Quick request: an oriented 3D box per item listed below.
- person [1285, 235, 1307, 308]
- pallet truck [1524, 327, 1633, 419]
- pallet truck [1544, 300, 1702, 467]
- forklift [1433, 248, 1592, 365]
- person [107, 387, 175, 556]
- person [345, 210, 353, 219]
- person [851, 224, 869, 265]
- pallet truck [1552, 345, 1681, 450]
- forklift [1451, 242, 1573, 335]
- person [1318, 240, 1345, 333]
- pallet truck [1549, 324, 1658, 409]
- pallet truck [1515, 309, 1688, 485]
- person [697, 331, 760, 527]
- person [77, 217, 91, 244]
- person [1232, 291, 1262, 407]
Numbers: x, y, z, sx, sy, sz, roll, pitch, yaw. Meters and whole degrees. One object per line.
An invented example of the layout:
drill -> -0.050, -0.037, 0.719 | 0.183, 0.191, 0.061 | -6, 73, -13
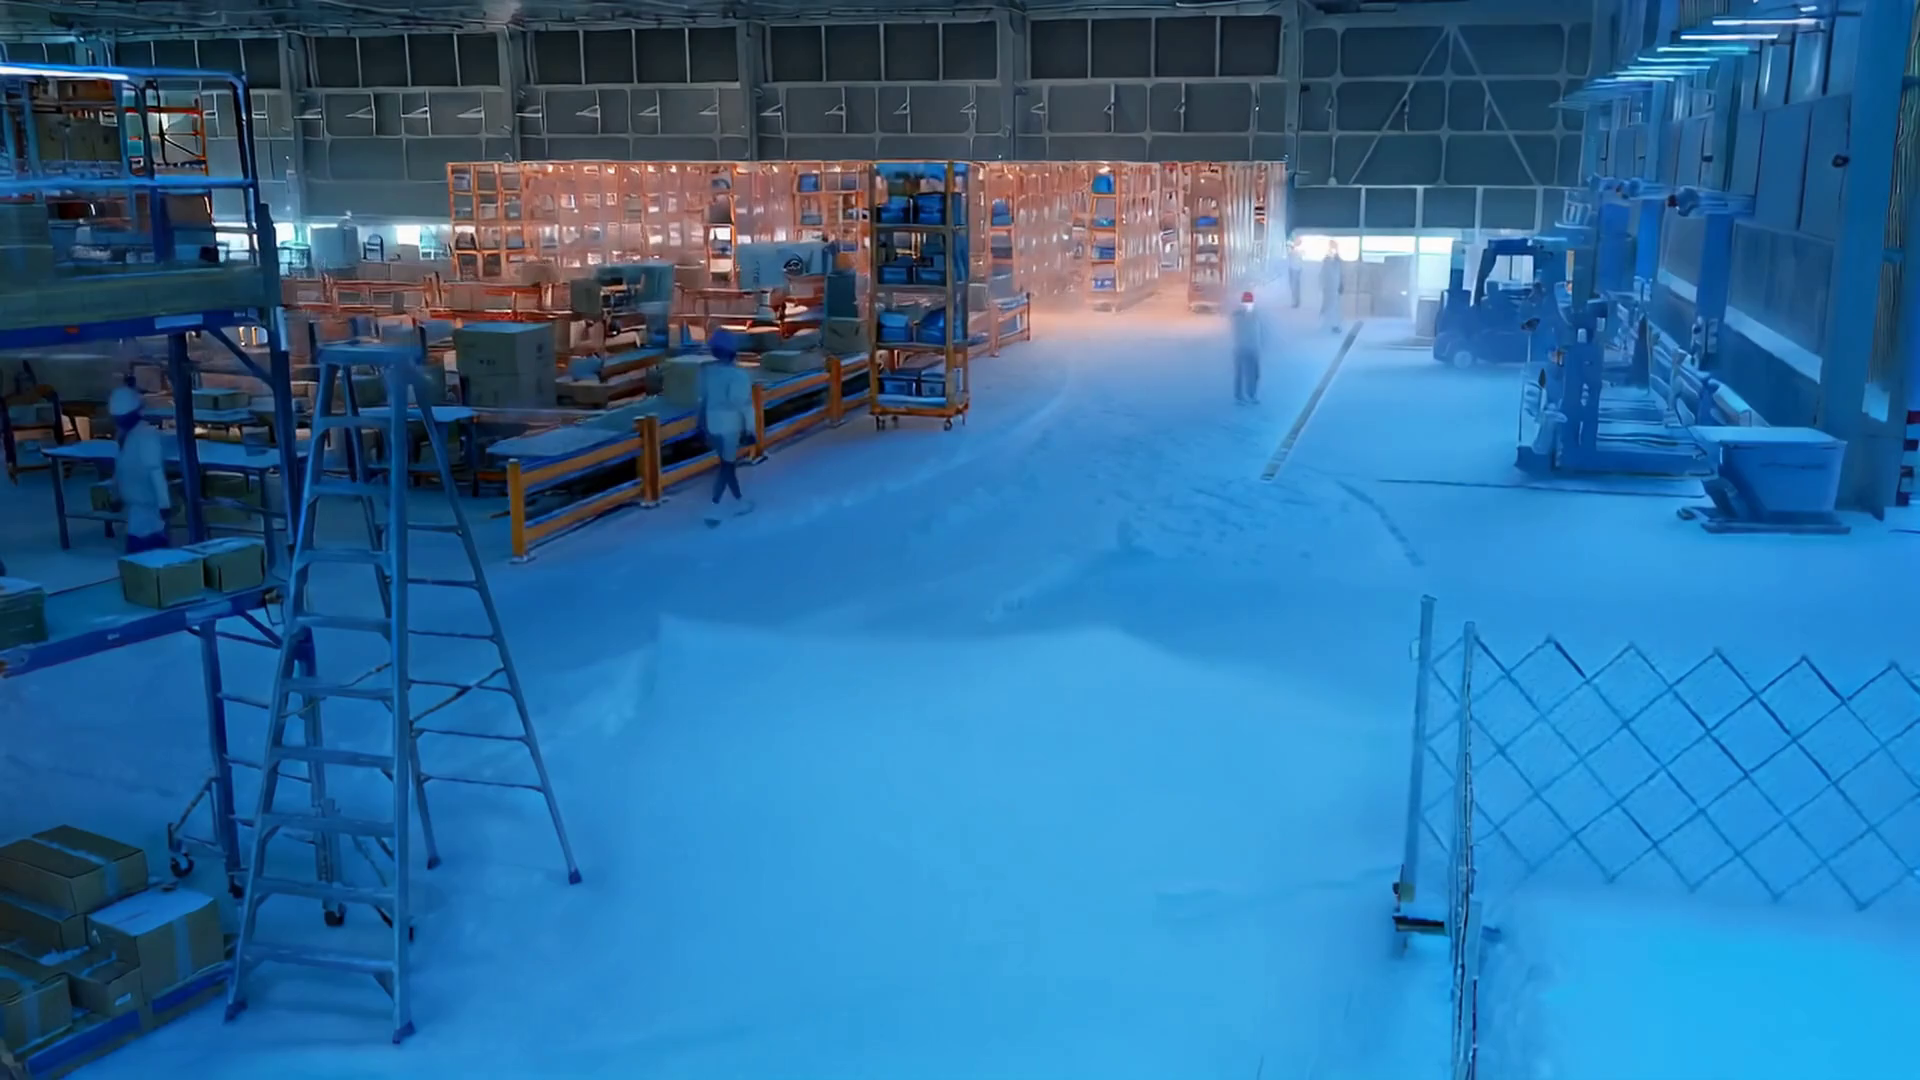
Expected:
person -> 8.437, -6.743, 41.712 | 0.575, 1.828, 0.628 | 8, 15, 30
pallet truck -> 9.065, -2.460, 24.370 | 1.522, 1.261, 0.704 | 3, 13, 14
pallet truck -> 8.263, -1.952, 20.631 | 1.885, 1.965, 0.823 | 5, 14, 20
forklift -> 9.780, -4.111, 29.280 | 2.680, 1.987, 1.157 | 3, 13, 14
person -> -6.963, -0.344, 13.932 | 0.621, 1.876, 0.902 | 12, 18, 42
person -> -22.809, -11.455, 62.214 | 0.342, 1.749, 0.573 | 5, 14, 20
person -> -3.005, -8.569, 49.565 | 0.595, 1.837, 0.404 | -4, 14, -17
pallet truck -> 8.641, -1.896, 21.908 | 1.630, 1.274, 0.653 | 4, 14, 16
forklift -> 10.464, -4.597, 31.405 | 2.680, 1.987, 1.157 | 4, 14, 16
person -> 7.980, -5.434, 35.691 | 0.626, 1.993, 0.392 | -4, 14, -19
pallet truck -> 9.824, -2.669, 25.407 | 1.601, 1.201, 0.680 | 4, 14, 16
pallet truck -> 7.554, -1.677, 19.446 | 1.885, 1.965, 0.823 | 3, 13, 14
person -> -2.432, -1.159, 17.224 | 0.627, 1.999, 1.034 | 6, 14, 25
person -> -29.121, -9.873, 55.374 | 0.531, 1.744, 0.721 | 6, 14, 23
person -> 4.356, -2.877, 25.165 | 0.542, 1.752, 0.511 | -5, 14, -19
